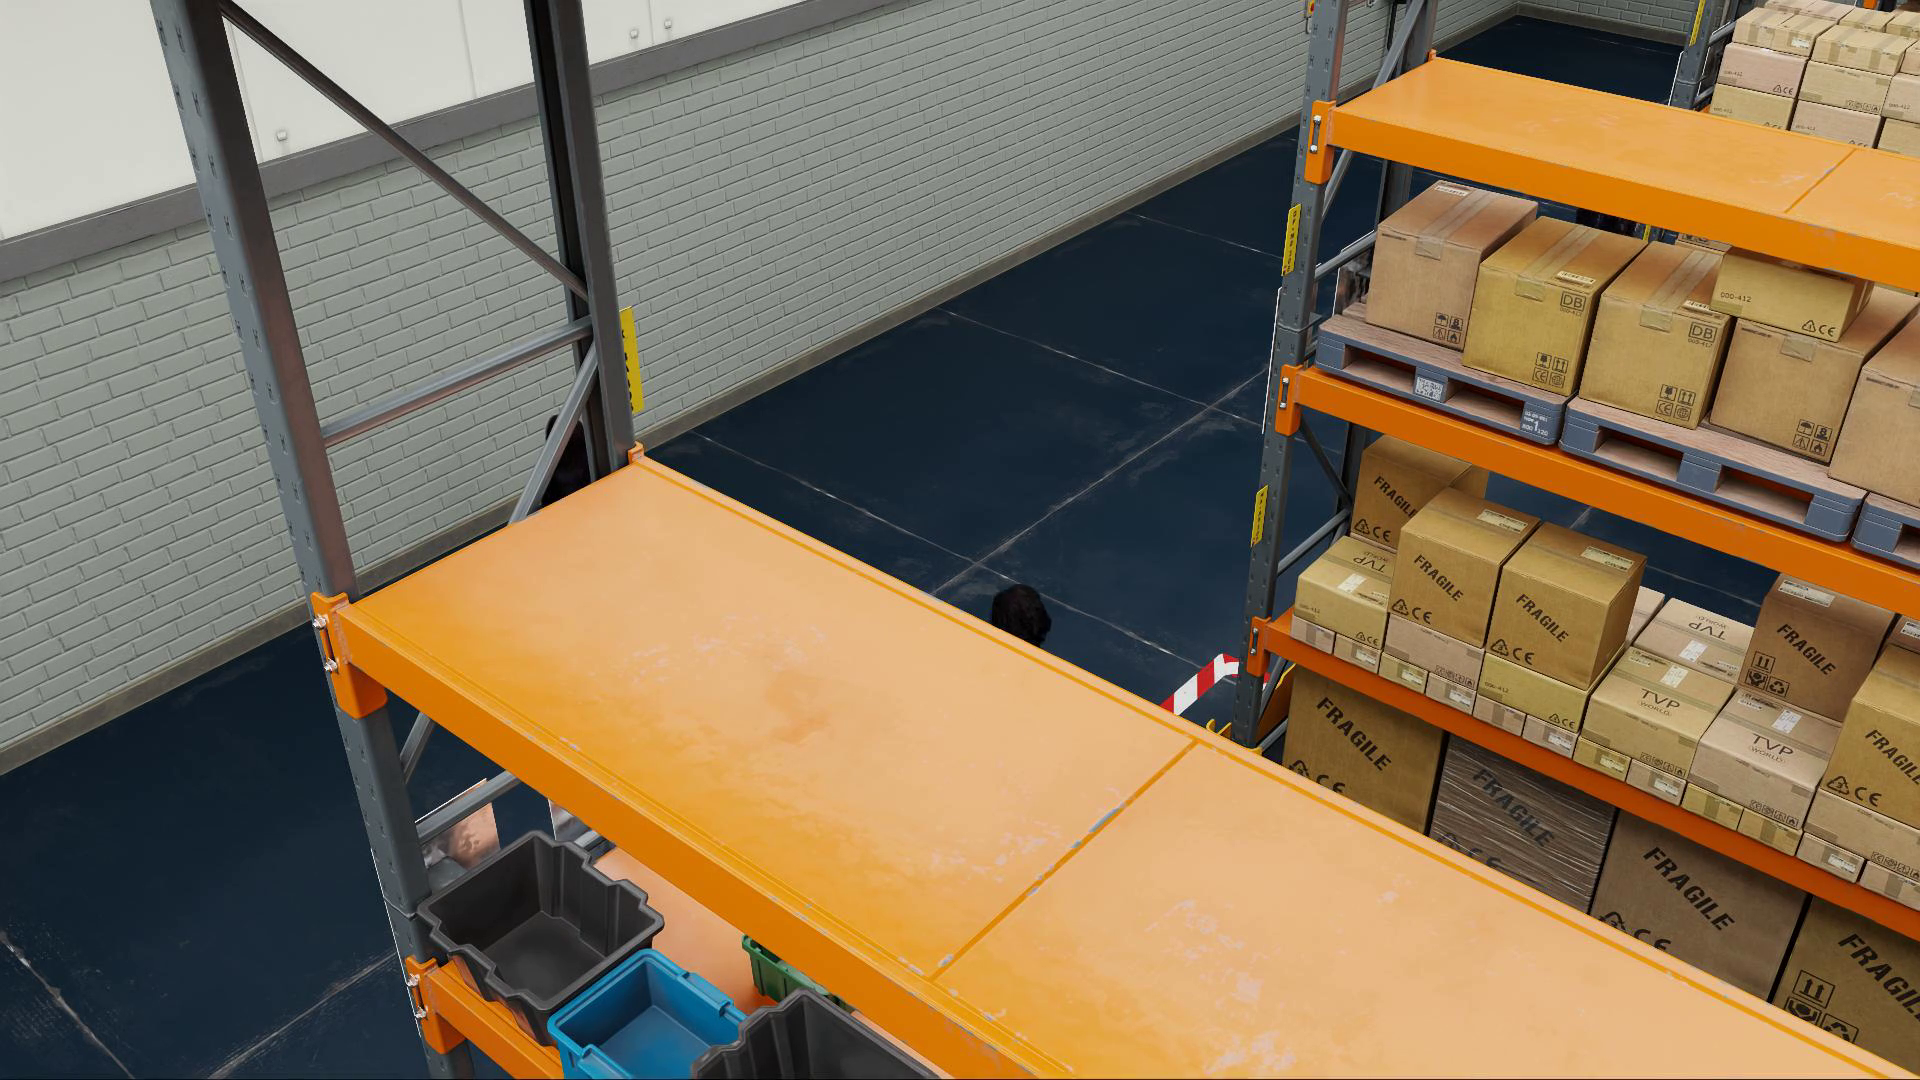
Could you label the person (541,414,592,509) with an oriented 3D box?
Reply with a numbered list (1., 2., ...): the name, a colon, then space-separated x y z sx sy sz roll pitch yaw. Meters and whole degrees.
1. person: -2.380 -0.087 10.556 0.802 1.616 0.760 2 33 3
